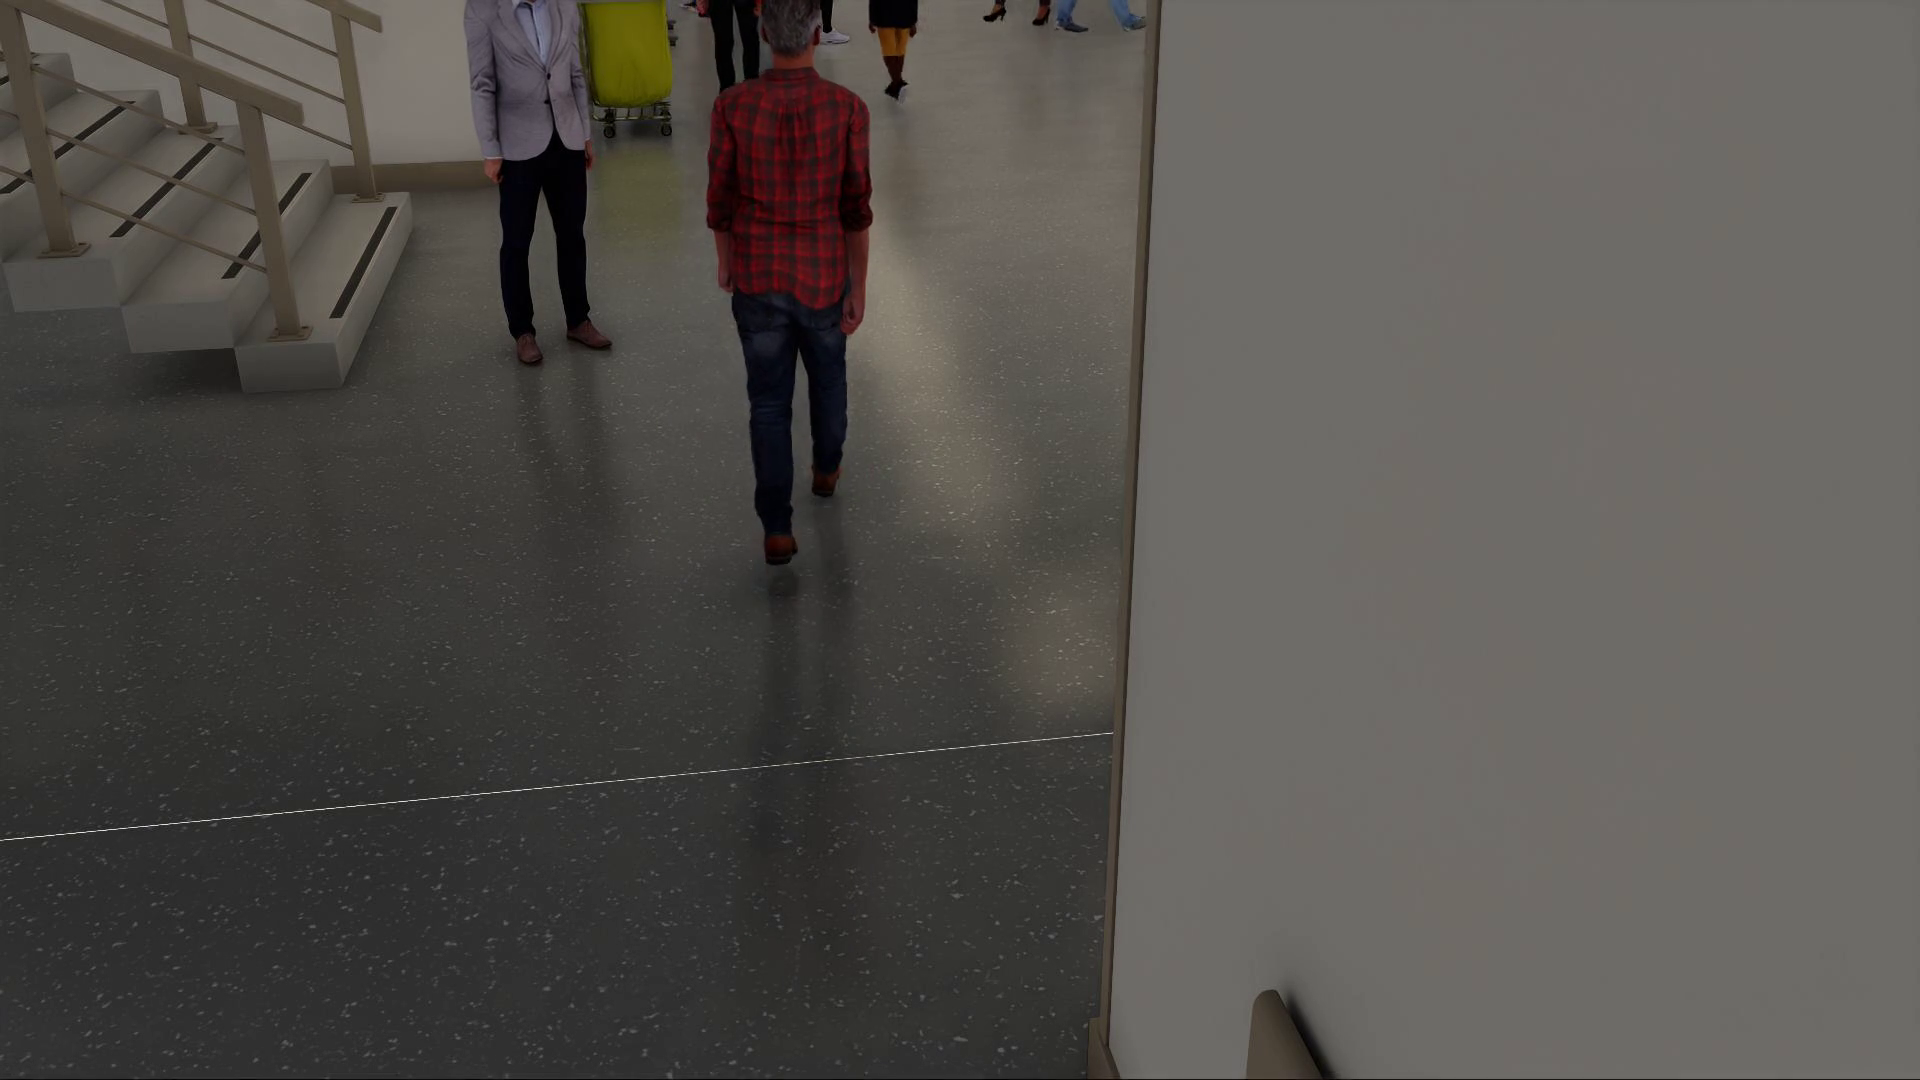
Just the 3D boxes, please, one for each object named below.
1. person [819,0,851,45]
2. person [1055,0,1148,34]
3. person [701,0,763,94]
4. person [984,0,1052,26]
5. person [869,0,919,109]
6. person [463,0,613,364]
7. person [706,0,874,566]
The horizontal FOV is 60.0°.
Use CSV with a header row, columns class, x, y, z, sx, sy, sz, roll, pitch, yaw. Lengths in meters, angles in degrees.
class,x,y,z,sx,sy,sz,roll,pitch,yaw
person,-1.237,-5.315,14.673,0.672,1.771,0.690,-16,30,-30
person,1.110,-5.401,14.809,1.237,1.809,0.920,3,26,7
person,-1.621,-3.845,11.690,1.018,1.715,0.732,-3,26,-6
person,0.706,-5.618,15.446,1.024,1.646,0.864,-20,32,-35
person,-0.472,-3.800,12.133,0.835,1.250,0.685,-10,27,-19
person,-1.807,-1.713,7.108,0.688,1.854,0.823,-18,31,-33
person,-0.547,-0.789,5.270,1.140,1.787,0.778,-3,26,-5
